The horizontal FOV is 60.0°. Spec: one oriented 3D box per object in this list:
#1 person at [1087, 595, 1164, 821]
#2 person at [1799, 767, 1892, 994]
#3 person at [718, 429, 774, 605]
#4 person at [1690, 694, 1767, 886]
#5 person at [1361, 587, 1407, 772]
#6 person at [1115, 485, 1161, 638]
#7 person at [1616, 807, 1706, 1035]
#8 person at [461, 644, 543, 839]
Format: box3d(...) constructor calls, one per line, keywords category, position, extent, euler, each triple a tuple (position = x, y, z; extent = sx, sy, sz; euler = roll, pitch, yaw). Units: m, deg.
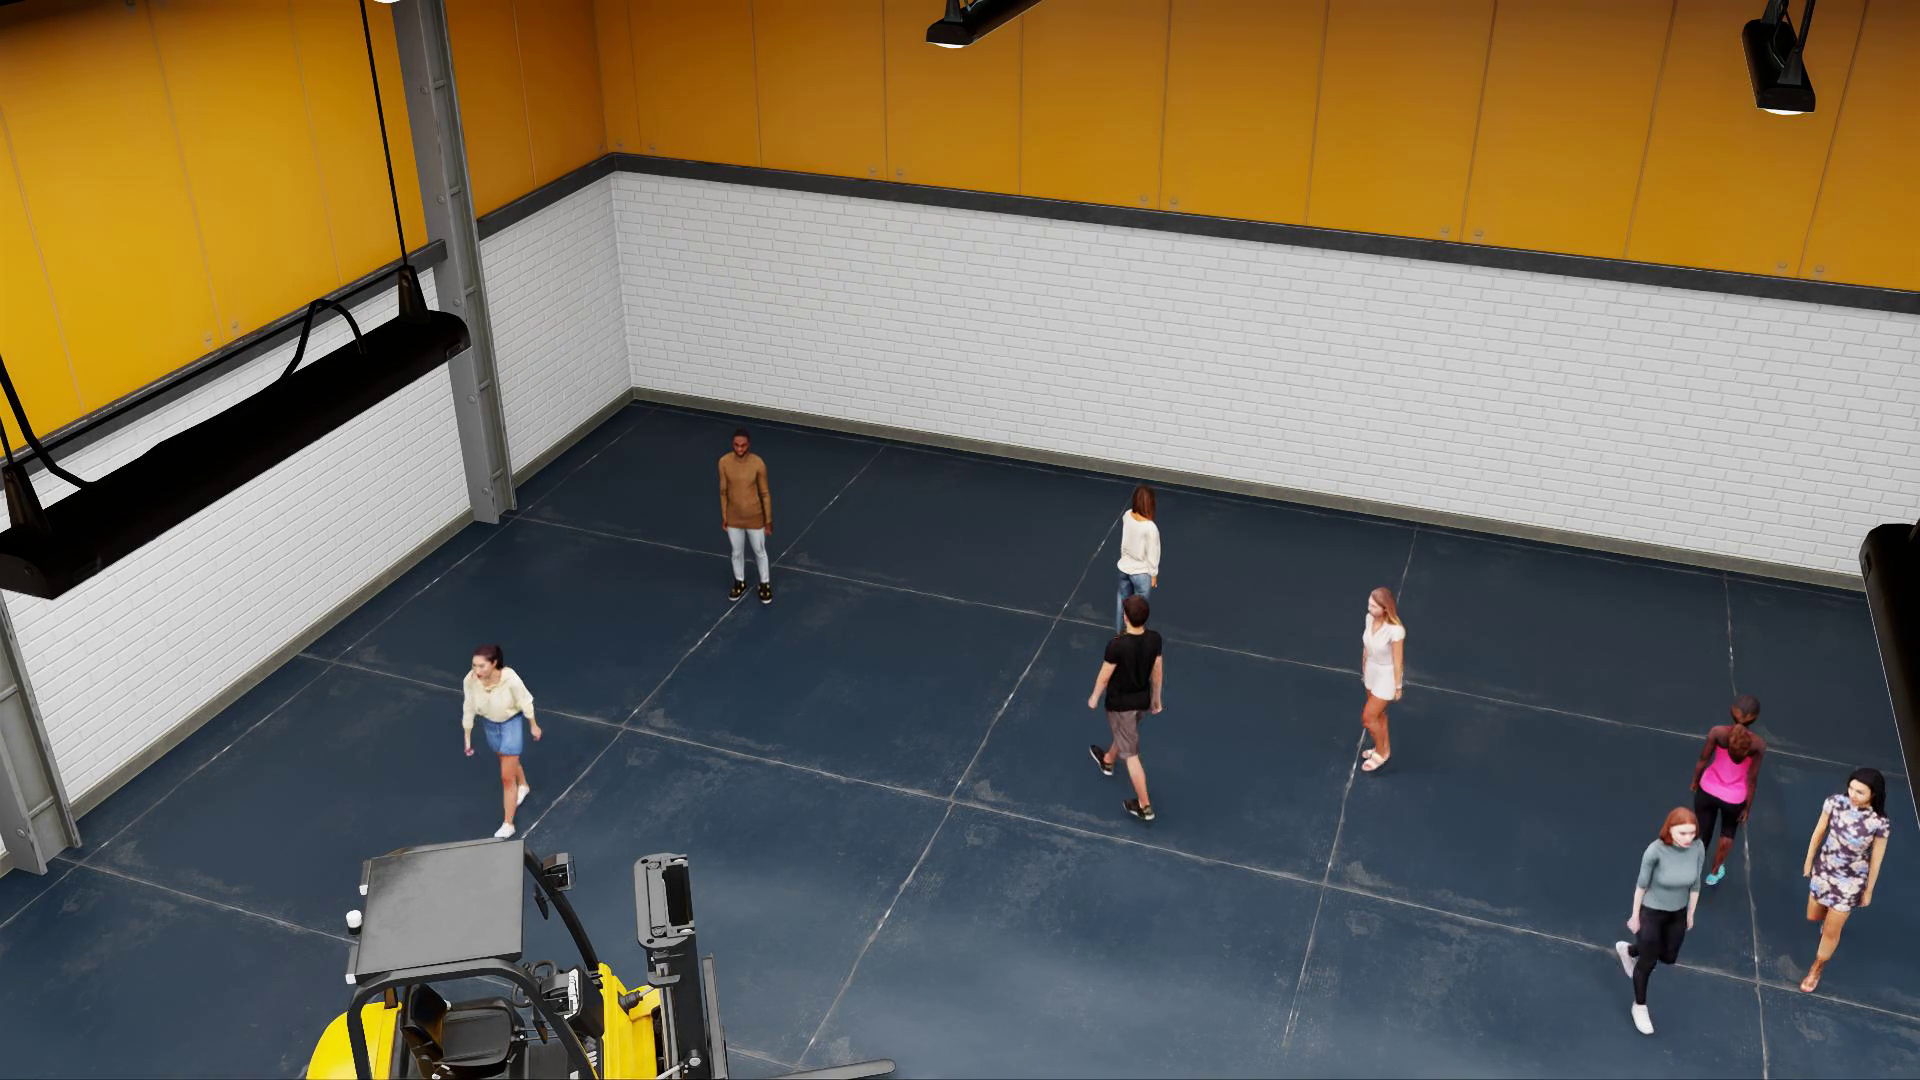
box3d(category="person", position=(1.346, 1.321, 12.874), extent=(1.224, 1.815, 1.189), euler=(-17, 33, -28))
box3d(category="person", position=(6.000, 2.243, 11.285), extent=(0.841, 1.718, 1.019), euler=(24, 37, 37))
box3d(category="person", position=(-2.025, -0.238, 15.737), extent=(0.684, 1.810, 0.633), euler=(4, 29, 6))
box3d(category="person", position=(5.445, 1.899, 11.930), extent=(0.629, 1.704, 0.762), euler=(14, 32, 24))
box3d(category="person", position=(3.446, 1.109, 13.417), extent=(0.820, 1.667, 0.760), euler=(-12, 31, -21))
box3d(category="person", position=(1.582, 0.272, 14.942), extent=(0.735, 1.676, 0.705), euler=(-18, 33, -29))
box3d(category="person", position=(4.581, 2.420, 10.949), extent=(0.802, 1.730, 0.949), euler=(-3, 29, -5))
box3d(category="person", position=(-3.497, 1.439, 12.890), extent=(0.770, 1.593, 1.051), euler=(6, 29, 10))
